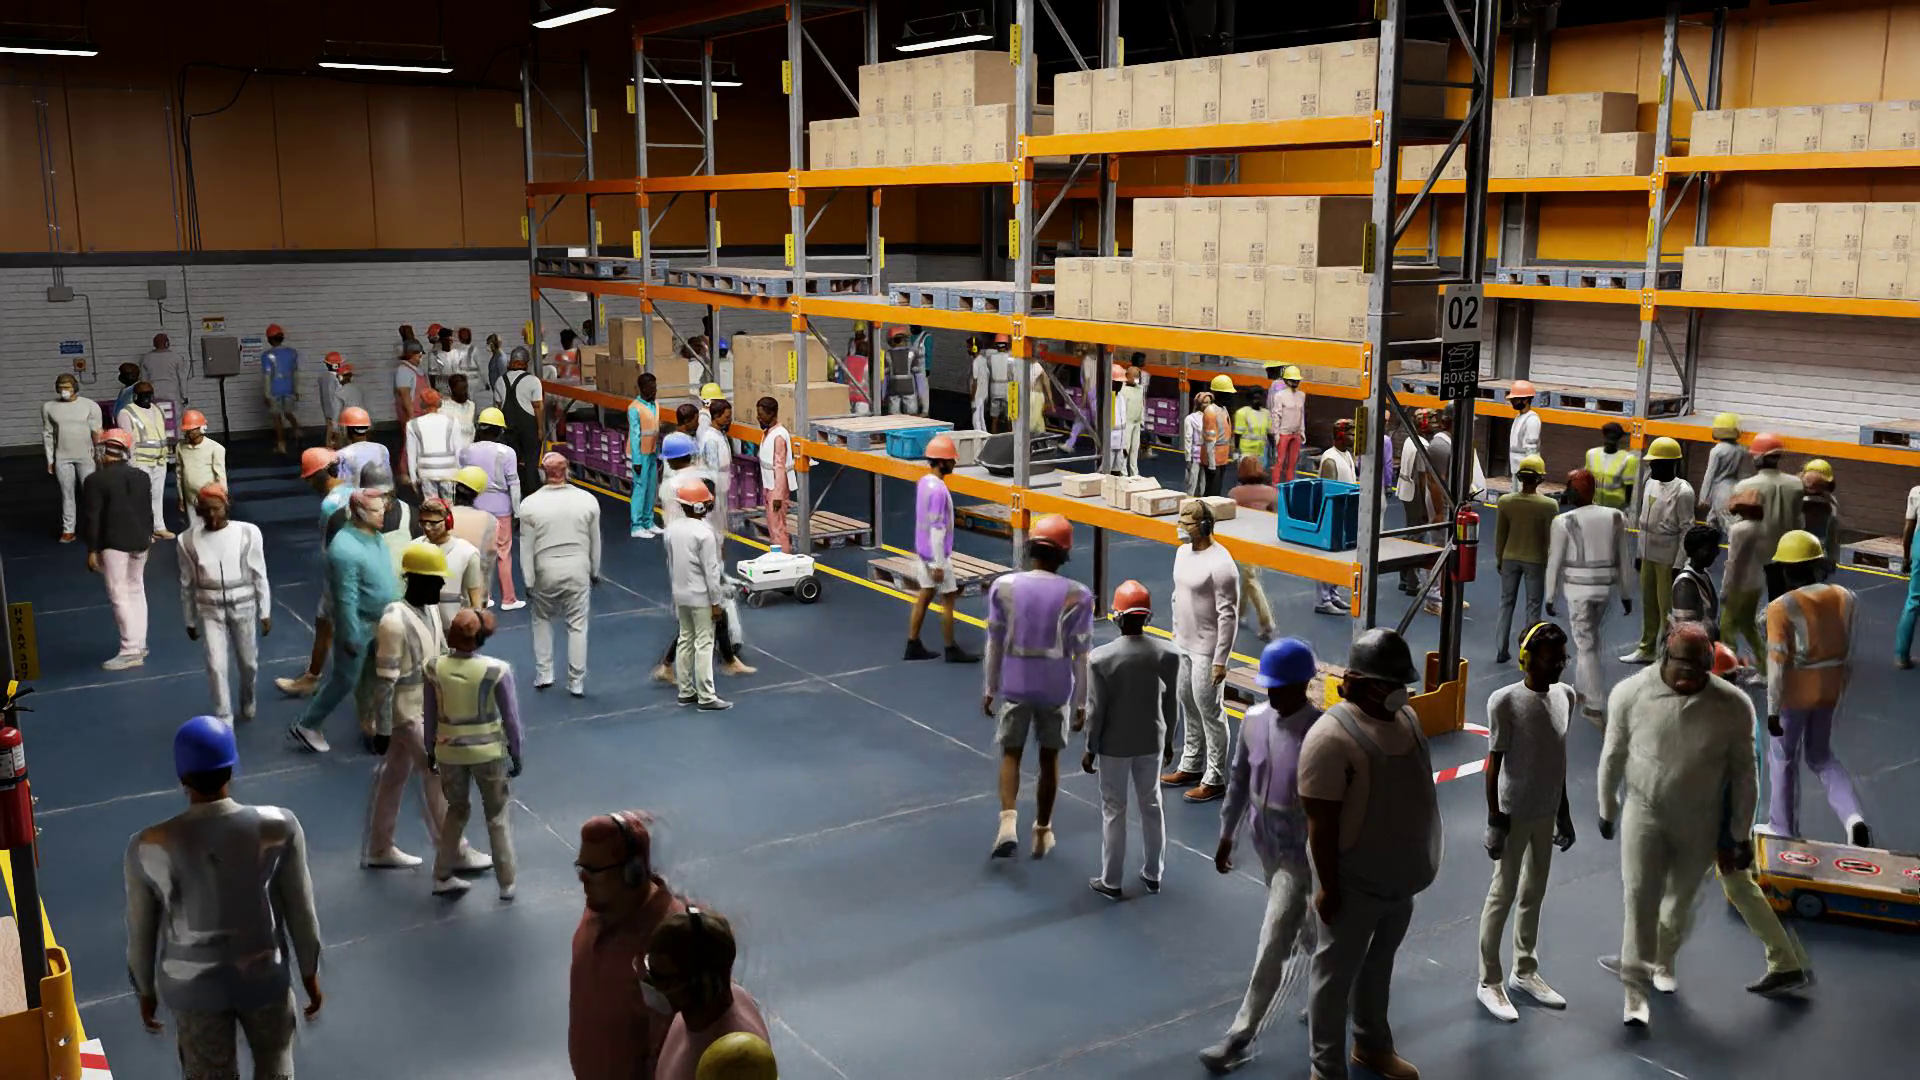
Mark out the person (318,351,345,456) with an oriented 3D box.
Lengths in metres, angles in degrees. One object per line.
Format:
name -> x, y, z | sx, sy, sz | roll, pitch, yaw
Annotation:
person -> -9.001, -1.844, 24.024 | 0.566, 1.751, 0.329 | 8, 13, 34

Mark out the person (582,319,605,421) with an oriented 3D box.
person -> -6.296, -2.829, 28.621 | 0.374, 1.933, 0.625 | -2, 11, -12

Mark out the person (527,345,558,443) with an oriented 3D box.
person -> -6.385, -2.113, 25.376 | 0.531, 1.765, 0.329 | 4, 12, 19

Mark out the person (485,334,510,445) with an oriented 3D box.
person -> -6.968, -2.161, 25.215 | 0.373, 1.932, 0.622 | -4, 12, -20

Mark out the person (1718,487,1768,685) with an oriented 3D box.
person -> 6.127, 0.394, 12.966 | 0.563, 1.599, 0.400 | -10, 15, -42

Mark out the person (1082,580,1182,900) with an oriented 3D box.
person -> 0.919, 1.081, 9.053 | 0.574, 1.749, 0.333 | -4, 12, -20

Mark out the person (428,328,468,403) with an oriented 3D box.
person -> -7.994, -2.339, 26.013 | 0.361, 1.964, 0.615 | 10, 15, 43

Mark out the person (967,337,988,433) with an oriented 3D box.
person -> 0.249, -2.159, 25.377 | 0.334, 1.860, 0.508 | 3, 11, 16

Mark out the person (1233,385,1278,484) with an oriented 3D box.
person -> 3.599, -1.040, 20.090 | 0.608, 1.676, 0.479 | -8, 13, -34

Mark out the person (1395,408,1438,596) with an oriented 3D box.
person -> 4.470, -0.374, 16.262 | 0.389, 1.846, 0.567 | 0, 11, 0

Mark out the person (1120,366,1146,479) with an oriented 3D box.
person -> 2.392, -1.613, 23.180 | 0.298, 1.622, 0.505 | 10, 15, 42

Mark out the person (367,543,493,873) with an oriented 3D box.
person -> -2.985, 0.950, 9.378 | 0.885, 1.881, 0.591 | -1, 11, -4

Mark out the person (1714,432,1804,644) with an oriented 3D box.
person -> 6.563, 0.082, 13.678 | 0.636, 1.947, 0.988 | -1, 11, -6

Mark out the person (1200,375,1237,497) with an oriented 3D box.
person -> 2.907, -0.899, 18.746 | 0.384, 1.924, 0.594 | 4, 12, 21

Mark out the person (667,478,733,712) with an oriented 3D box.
person -> -1.963, 0.410, 12.482 | 0.321, 1.755, 0.563 | -10, 15, -42

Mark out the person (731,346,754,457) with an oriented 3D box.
person -> -3.309, -2.104, 25.120 | 0.338, 1.845, 0.514 | -11, 15, -44

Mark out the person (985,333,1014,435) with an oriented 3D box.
person -> 0.643, -2.232, 25.580 | 0.551, 1.925, 0.389 | 3, 11, 16

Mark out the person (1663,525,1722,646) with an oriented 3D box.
person -> 4.817, 0.732, 10.981 | 0.316, 1.697, 0.540 | 7, 13, 32

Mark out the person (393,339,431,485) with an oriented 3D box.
person -> -7.536, -1.777, 22.946 | 0.590, 2.000, 0.781 | 0, 11, 1

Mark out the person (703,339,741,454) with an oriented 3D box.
person -> -3.398, -1.925, 23.959 | 0.604, 1.941, 0.400 | -4, 12, -21

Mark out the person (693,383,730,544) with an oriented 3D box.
person -> -2.800, -0.860, 18.791 | 0.404, 1.829, 0.600 | 0, 11, -1

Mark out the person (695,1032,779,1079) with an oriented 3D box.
person -> -0.565, 2.052, 4.154 | 0.490, 1.730, 0.324 | 3, 12, 17

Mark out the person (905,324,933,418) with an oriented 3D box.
person -> -0.787, -3.161, 30.585 | 0.635, 1.831, 0.429 | 9, 14, 39

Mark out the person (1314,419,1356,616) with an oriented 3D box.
person -> 3.486, -0.221, 15.508 | 0.388, 1.837, 0.561 | 6, 12, 27

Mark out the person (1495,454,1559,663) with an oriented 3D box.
person -> 4.661, 0.174, 13.701 | 0.525, 1.759, 0.336 | 10, 15, 41

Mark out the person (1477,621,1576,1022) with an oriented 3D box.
person -> 2.648, 1.287, 7.717 | 0.513, 1.868, 0.328 | -6, 12, -26

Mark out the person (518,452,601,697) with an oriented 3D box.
person -> -3.101, 0.258, 12.906 | 0.640, 1.890, 0.652 | -5, 12, -22

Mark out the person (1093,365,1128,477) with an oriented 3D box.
person -> 1.838, -1.135, 19.928 | 0.370, 1.935, 0.552 | 10, 15, 41

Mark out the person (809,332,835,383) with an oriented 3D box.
person -> -2.204, -2.254, 25.675 | 0.584, 1.928, 0.373 | 6, 13, 28

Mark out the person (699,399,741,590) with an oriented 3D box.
person -> -2.417, -0.452, 16.514 | 0.405, 1.909, 0.597 | 0, 11, -2

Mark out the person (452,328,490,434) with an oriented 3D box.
person -> -8.242, -2.627, 27.852 | 0.582, 1.841, 0.974 | 5, 12, 23

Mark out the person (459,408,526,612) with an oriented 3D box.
person -> -4.385, -0.283, 15.620 | 0.594, 1.913, 0.389 | 2, 11, 12

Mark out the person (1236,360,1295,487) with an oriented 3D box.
person -> 4.137, -1.533, 22.079 | 0.819, 1.887, 0.609 | 1, 11, 6

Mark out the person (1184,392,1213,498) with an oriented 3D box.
person -> 2.847, -0.937, 19.675 | 0.514, 1.642, 0.310 | -8, 14, -36

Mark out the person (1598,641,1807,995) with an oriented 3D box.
person -> 3.640, 1.330, 7.950 | 0.911, 1.702, 0.575 | 5, 12, 25

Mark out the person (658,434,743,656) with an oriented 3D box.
person -> -2.124, 0.062, 13.917 | 0.793, 1.894, 0.709 | 7, 13, 34

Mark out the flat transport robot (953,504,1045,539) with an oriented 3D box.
flat transport robot -> 0.553, -0.233, 19.584 | 0.652, 0.197, 1.431 | -8, 14, -35

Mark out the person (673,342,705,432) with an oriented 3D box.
person -> -4.097, -2.038, 24.897 | 0.633, 1.827, 0.417 | -5, 12, -23

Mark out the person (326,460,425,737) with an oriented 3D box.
person -> -4.083, 0.404, 11.786 | 0.704, 2.000, 0.539 | -6, 12, -26

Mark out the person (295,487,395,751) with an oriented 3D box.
person -> -4.171, 0.550, 11.478 | 0.922, 1.871, 0.643 | 1, 11, 7

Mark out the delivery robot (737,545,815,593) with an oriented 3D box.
delivery robot -> -1.763, 0.291, 15.937 | 0.707, 0.478, 0.477 | -6, 13, -30

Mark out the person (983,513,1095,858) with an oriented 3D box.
person -> 0.440, 0.863, 9.524 | 0.642, 2.012, 0.683 | 2, 11, 11

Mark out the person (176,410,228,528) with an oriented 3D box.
person -> -7.749, -0.459, 16.976 | 0.563, 1.742, 0.357 | 3, 11, 13

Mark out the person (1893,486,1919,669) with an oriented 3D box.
person -> 7.907, 0.179, 13.471 | 0.359, 1.834, 0.536 | -9, 14, -39

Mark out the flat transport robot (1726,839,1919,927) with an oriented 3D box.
flat transport robot -> 4.897, 1.851, 8.920 | 1.431, 0.197, 0.652 | 5, 12, 23

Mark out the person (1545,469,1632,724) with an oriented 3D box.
person -> 4.615, 0.387, 12.368 | 0.631, 1.846, 0.847 | -2, 11, -11

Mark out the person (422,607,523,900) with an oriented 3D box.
person -> -2.622, 1.162, 8.978 | 0.537, 1.620, 0.351 | 1, 11, 5
